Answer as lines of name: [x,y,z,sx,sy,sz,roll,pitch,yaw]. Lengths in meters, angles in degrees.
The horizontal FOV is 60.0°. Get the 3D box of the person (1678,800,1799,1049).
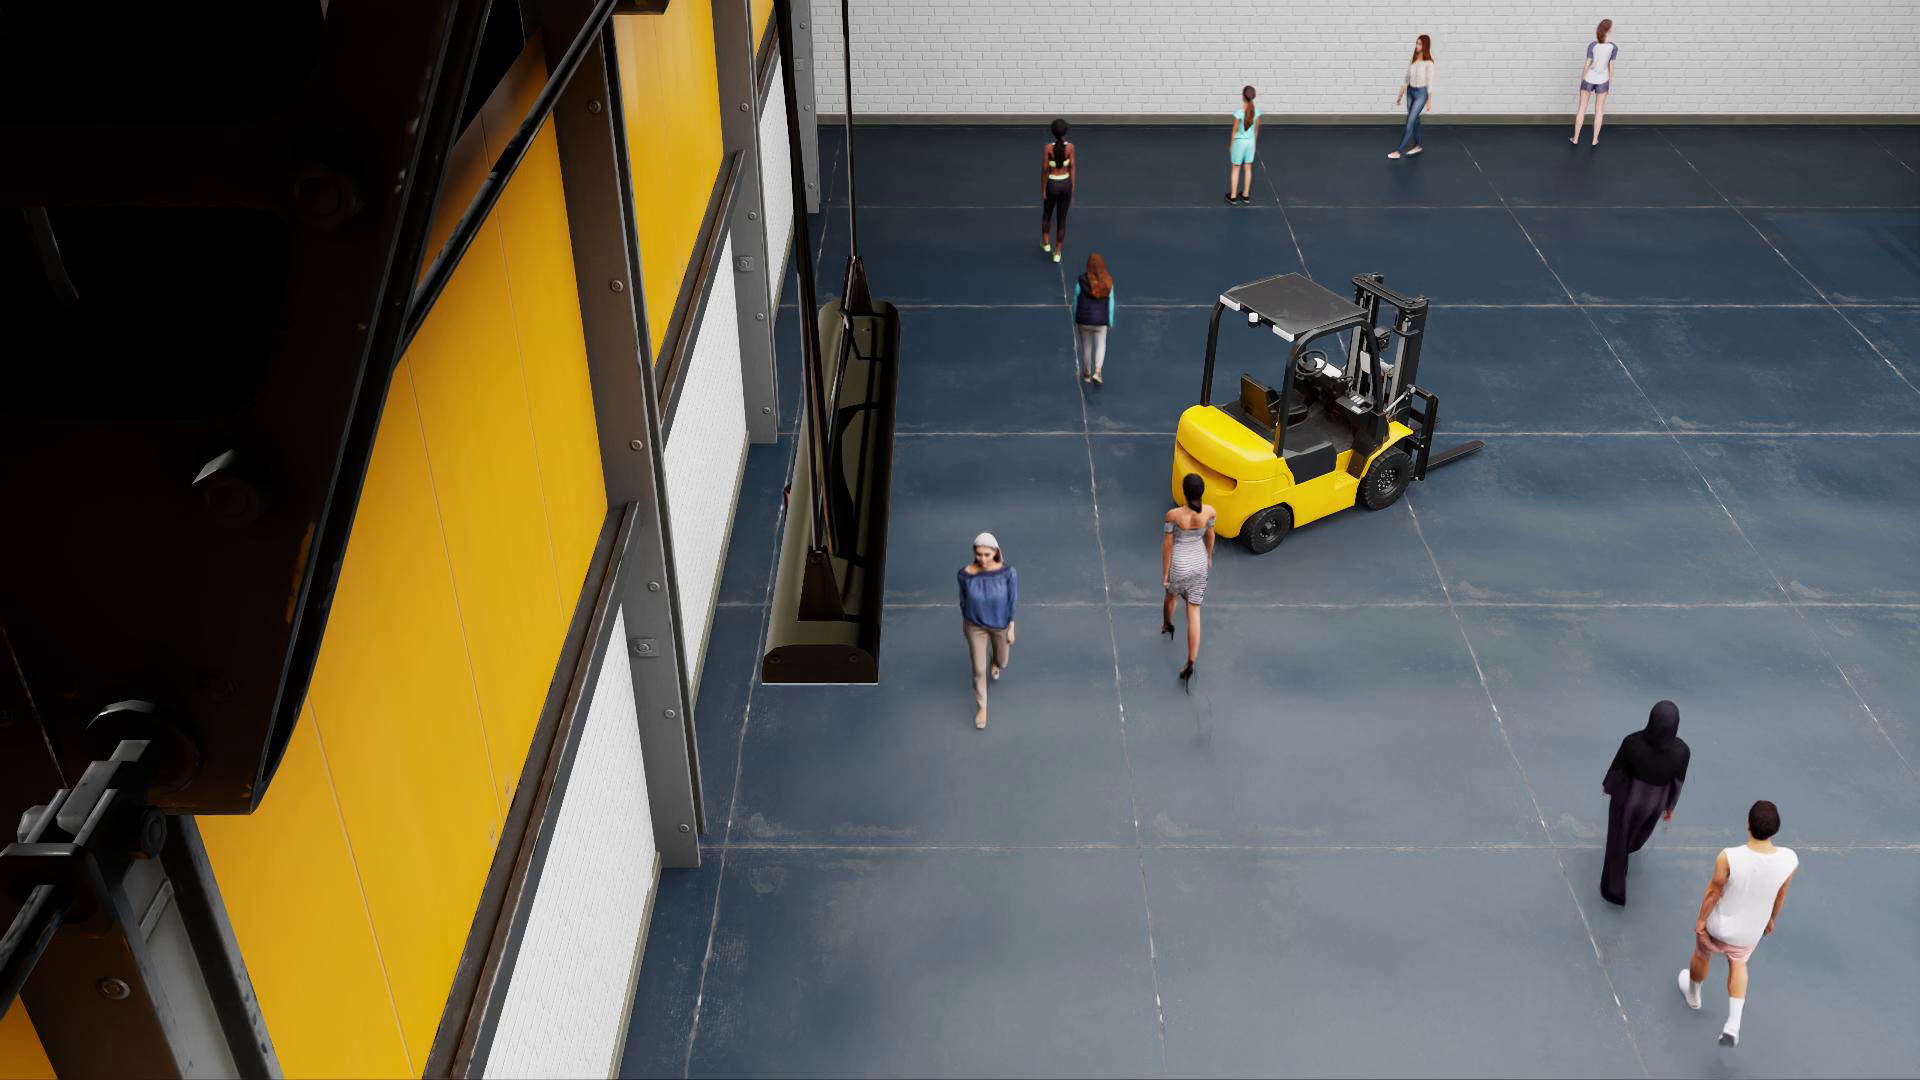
person: [4.785,2.379,10.216,0.737,1.773,1.006,5,34,7]

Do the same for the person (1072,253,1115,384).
person: [1.399,-2.294,17.500,0.578,1.493,0.699,1,34,1]

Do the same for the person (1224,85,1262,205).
person: [3.723,-5.189,21.794,0.612,1.560,0.627,-10,35,-15]

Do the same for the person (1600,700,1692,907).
person: [4.603,1.784,11.262,0.817,1.606,1.122,9,35,13]

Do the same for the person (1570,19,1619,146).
person: [9.001,-6.483,23.556,0.640,1.765,0.628,10,35,14]

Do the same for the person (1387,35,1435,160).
person: [6.422,-6.166,23.137,0.976,1.701,1.026,-18,38,-25]

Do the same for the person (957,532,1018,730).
person: [0.220,0.630,12.929,0.603,1.682,0.906,1,34,1]

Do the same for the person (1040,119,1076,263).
person: [1.206,-4.204,20.151,0.564,1.739,0.737,-1,34,-1]

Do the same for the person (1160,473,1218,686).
person: [1.840,0.332,13.298,0.689,1.771,1.101,-4,34,-6]
